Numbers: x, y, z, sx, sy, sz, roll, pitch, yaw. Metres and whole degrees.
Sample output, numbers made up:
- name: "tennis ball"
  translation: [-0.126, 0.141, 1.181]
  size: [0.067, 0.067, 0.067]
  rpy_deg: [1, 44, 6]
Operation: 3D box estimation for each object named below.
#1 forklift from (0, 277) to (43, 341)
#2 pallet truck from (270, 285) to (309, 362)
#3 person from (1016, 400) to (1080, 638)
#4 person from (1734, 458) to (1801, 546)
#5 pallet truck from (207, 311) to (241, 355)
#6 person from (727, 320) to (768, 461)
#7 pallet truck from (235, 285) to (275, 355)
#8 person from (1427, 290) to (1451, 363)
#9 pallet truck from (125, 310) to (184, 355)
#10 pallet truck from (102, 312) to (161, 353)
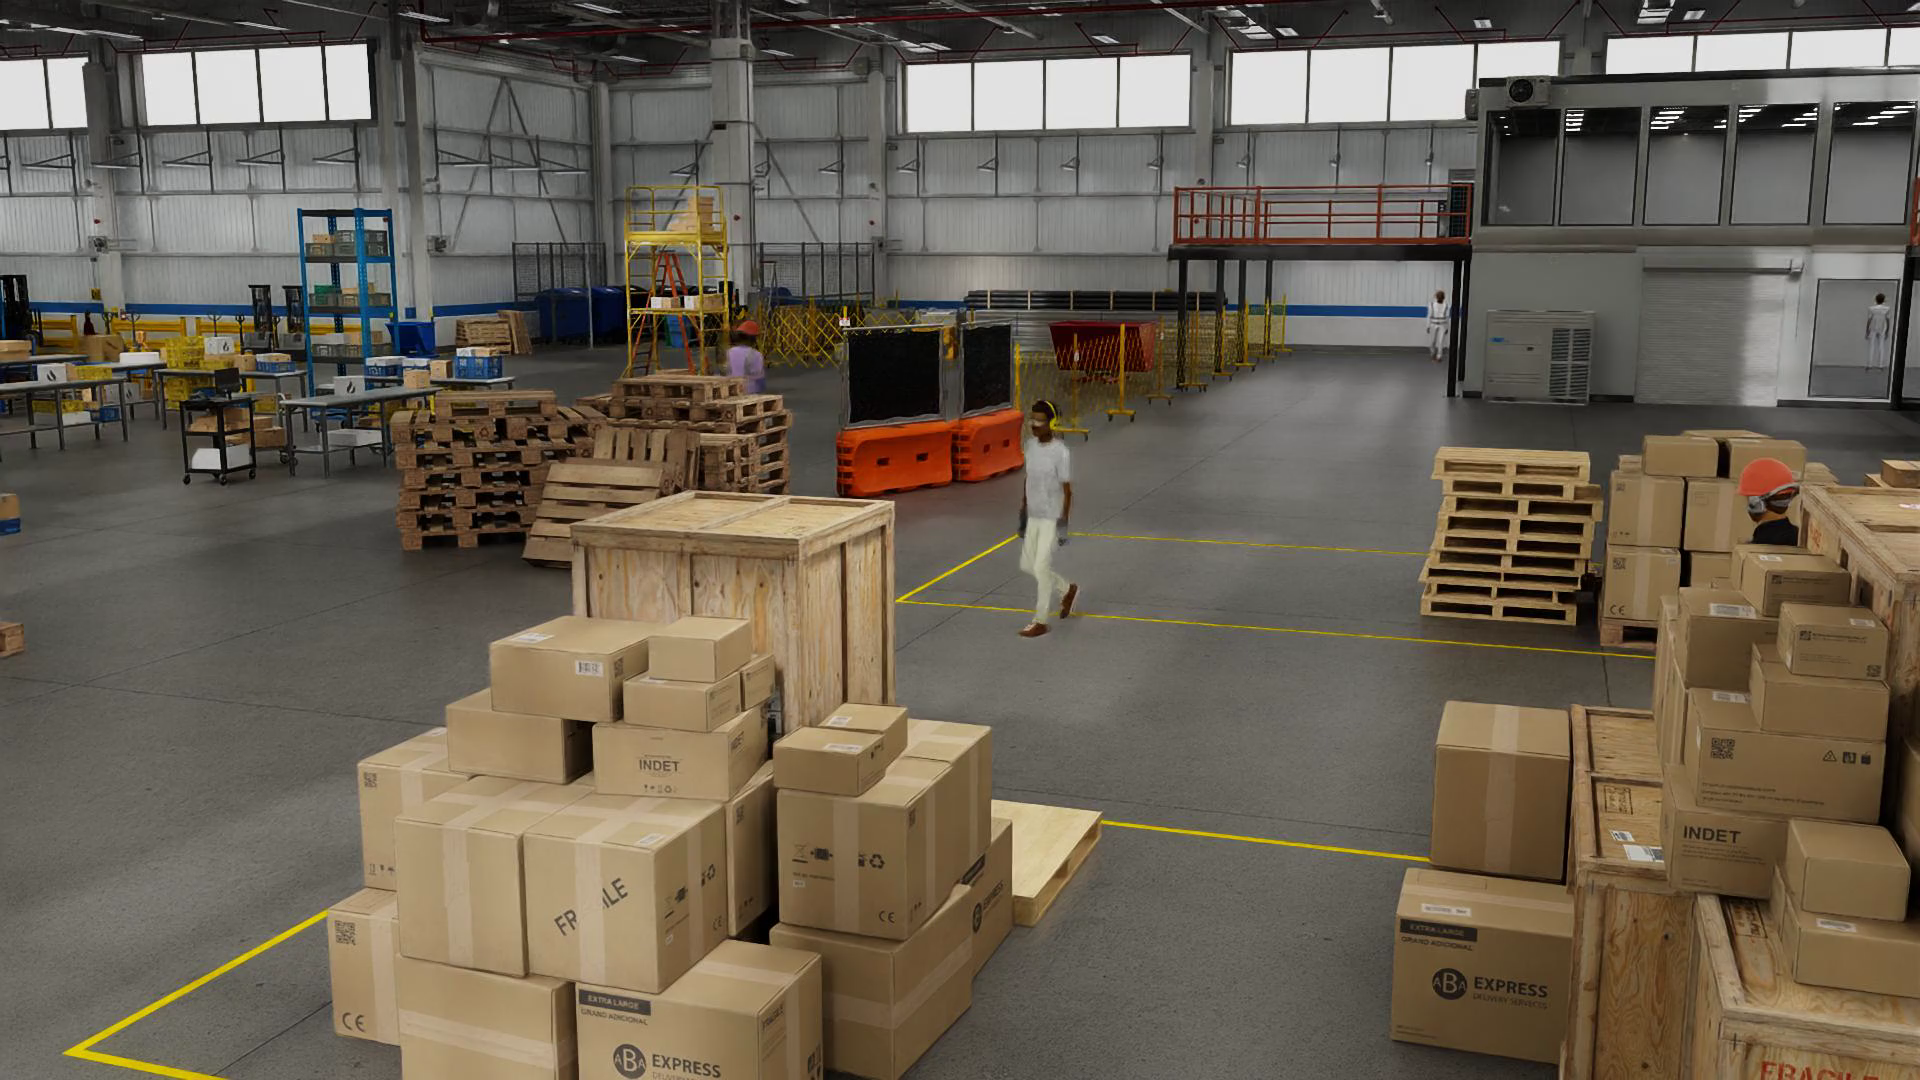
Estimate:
- name: "forklift"
  translation: [-27.151, -6.329, 46.328]
  size: [1.157, 1.987, 2.680]
  rpy_deg: [3, 11, 17]
- name: "pallet truck"
  translation: [-17.147, -5.700, 43.663]
  size: [0.823, 1.965, 1.885]
  rpy_deg: [3, 11, 17]
- name: "person"
  translation: [0.685, -0.178, 12.974]
  size: [0.616, 1.855, 0.534]
  rpy_deg: [-7, 12, -36]
- name: "person"
  translation: [3.995, 0.583, 8.304]
  size: [0.609, 1.988, 0.392]
  rpy_deg: [-9, 14, -42]
- name: "pallet truck"
  translation: [-19.537, -5.575, 44.913]
  size: [0.653, 1.274, 1.630]
  rpy_deg: [3, 11, 19]
- name: "person"
  translation: [-2.793, -1.944, 22.434]
  size: [0.642, 2.019, 0.688]
  rpy_deg: [9, 13, 41]
- name: "pallet truck"
  translation: [-18.327, -5.835, 44.421]
  size: [0.823, 1.965, 1.885]
  rpy_deg: [4, 11, 23]
- name: "person"
  translation: [12.407, -5.538, 43.121]
  size: [0.568, 1.864, 0.745]
  rpy_deg: [3, 11, 17]
- name: "pallet truck"
  translation: [-22.038, -5.665, 45.457]
  size: [0.704, 1.261, 1.522]
  rpy_deg: [3, 11, 17]
- name: "pallet truck"
  translation: [-23.057, -5.777, 46.261]
  size: [0.680, 1.201, 1.601]
  rpy_deg: [3, 11, 19]
